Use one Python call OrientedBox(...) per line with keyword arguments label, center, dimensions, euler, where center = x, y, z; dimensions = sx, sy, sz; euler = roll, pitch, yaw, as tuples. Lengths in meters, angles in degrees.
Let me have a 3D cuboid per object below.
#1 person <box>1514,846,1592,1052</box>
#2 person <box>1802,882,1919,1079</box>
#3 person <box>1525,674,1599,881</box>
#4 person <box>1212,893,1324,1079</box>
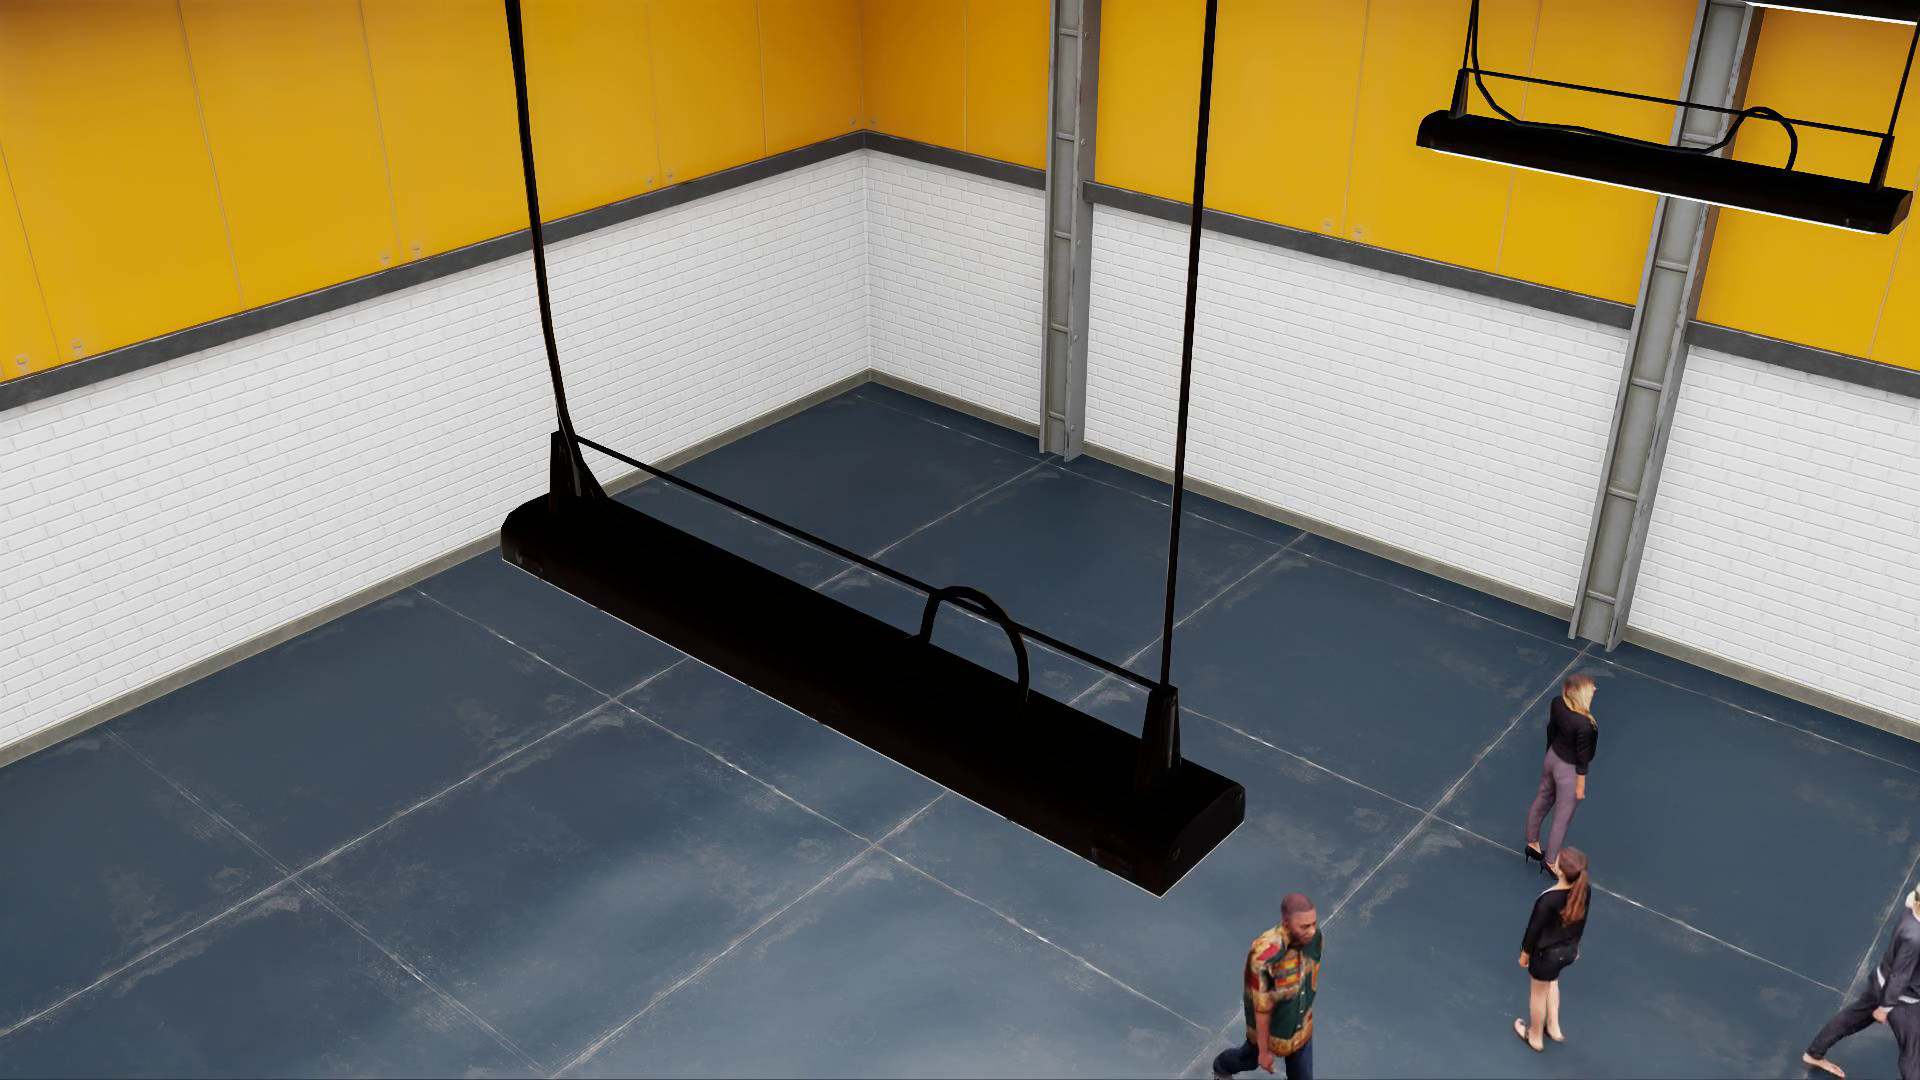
OrientedBox(label="person", center=(3.702, 2.558, 10.237), dimensions=(0.657, 1.553, 0.703), euler=(-10, 30, -18))
OrientedBox(label="person", center=(5.515, 2.646, 9.939), dimensions=(1.141, 1.685, 0.805), euler=(12, 31, 21))
OrientedBox(label="person", center=(4.256, 1.656, 11.766), dimensions=(0.738, 1.672, 0.644), euler=(-7, 29, -13))
OrientedBox(label="person", center=(1.785, 2.748, 9.658), dimensions=(1.002, 1.773, 1.296), euler=(-14, 31, -23))
